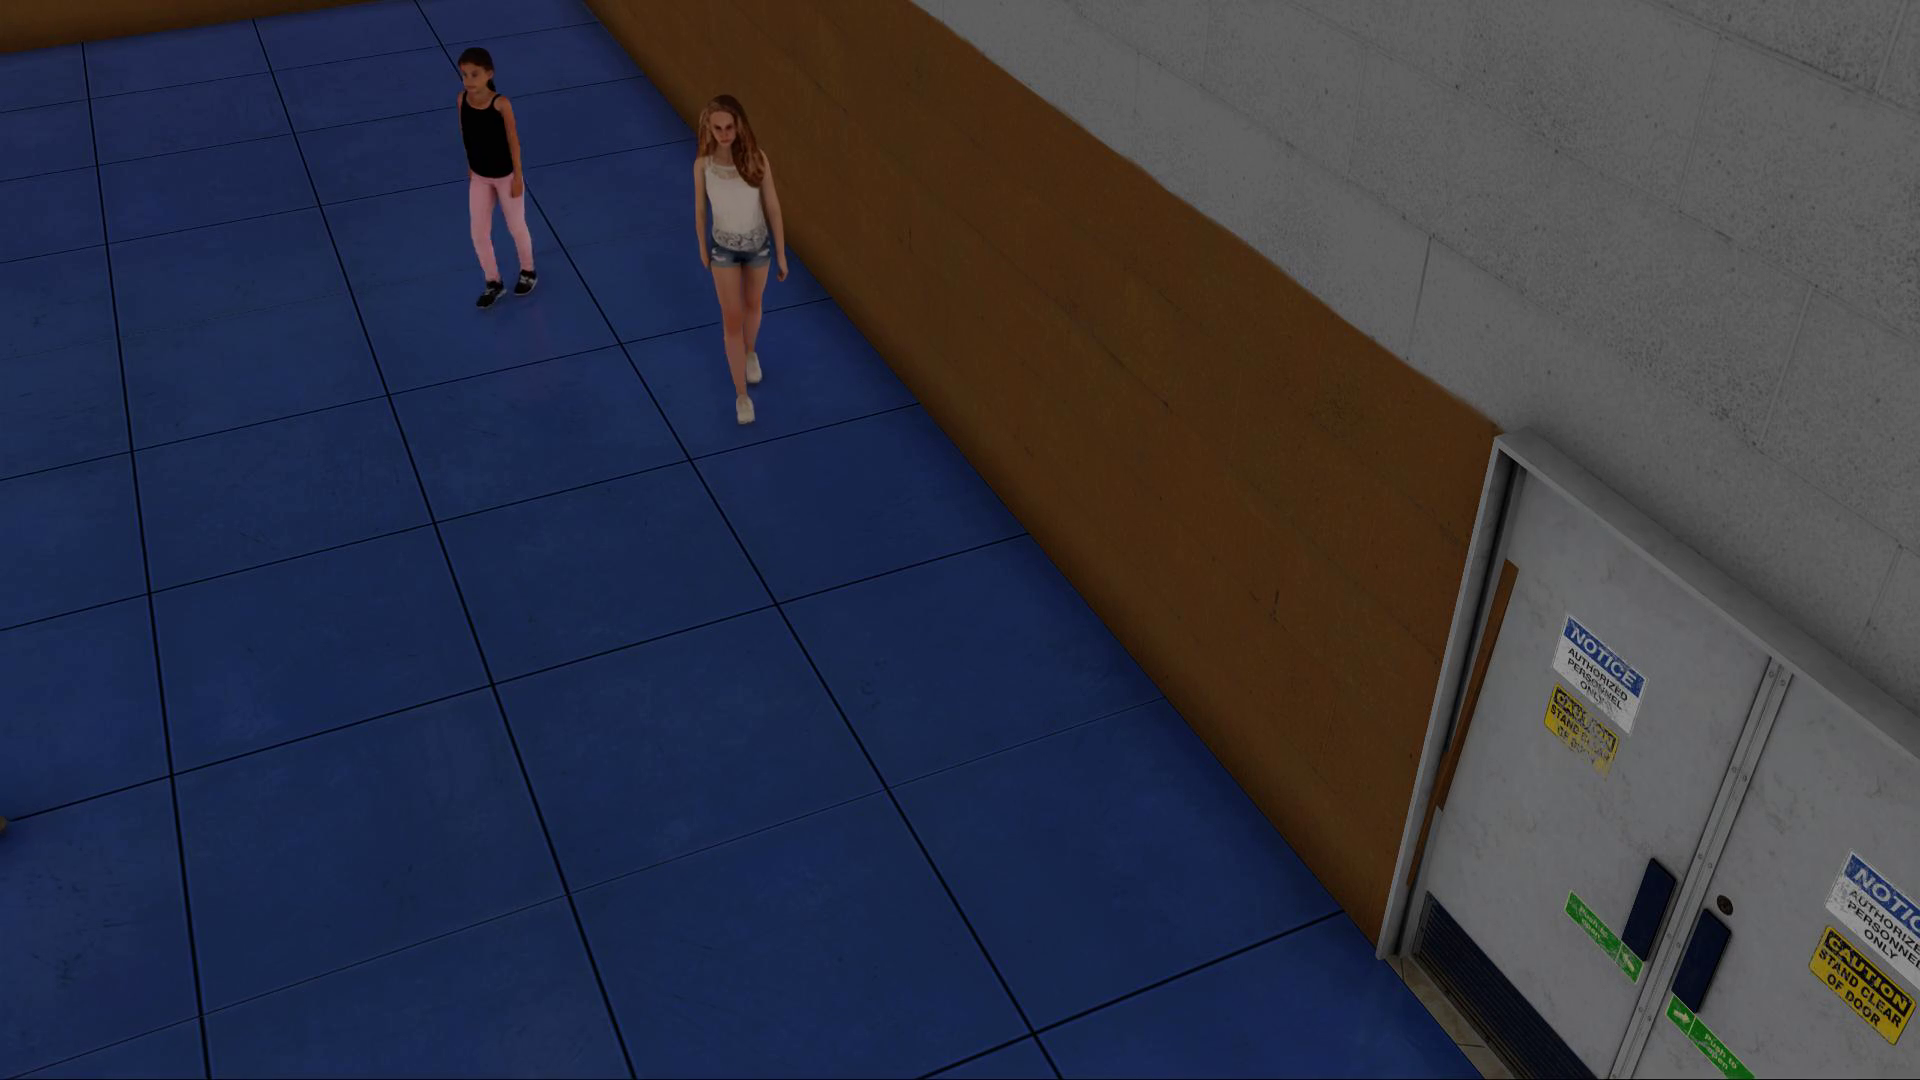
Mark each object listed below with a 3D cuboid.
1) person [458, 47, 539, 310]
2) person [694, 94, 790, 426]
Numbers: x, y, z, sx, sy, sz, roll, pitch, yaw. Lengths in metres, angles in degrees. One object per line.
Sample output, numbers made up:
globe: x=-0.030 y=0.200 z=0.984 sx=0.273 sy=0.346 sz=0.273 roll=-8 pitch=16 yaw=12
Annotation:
person: x=-2.711 y=-2.172 z=9.825 sx=0.777 sy=1.547 sz=0.813 roll=7 pitch=37 yaw=9
person: x=-1.174 y=-1.568 z=8.872 sx=1.029 sy=1.727 sz=0.816 roll=-8 pitch=38 yaw=-10
